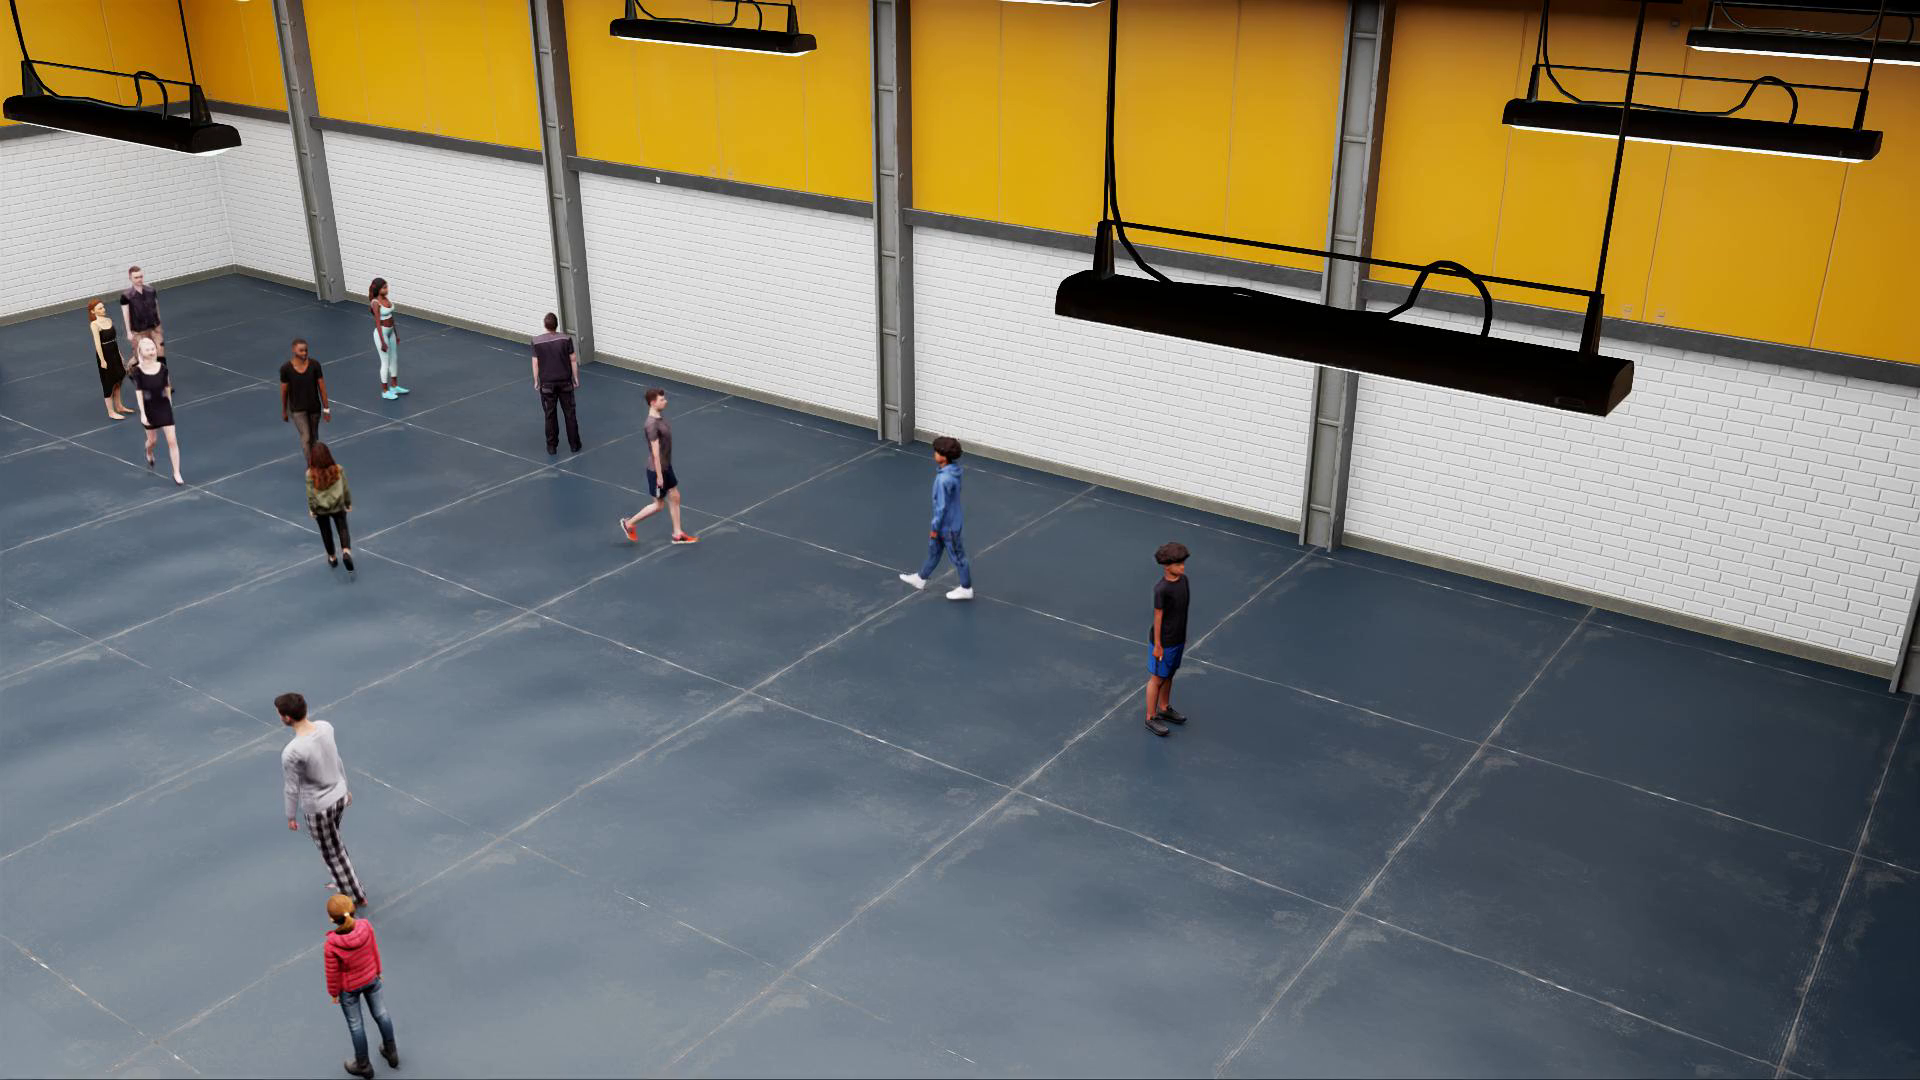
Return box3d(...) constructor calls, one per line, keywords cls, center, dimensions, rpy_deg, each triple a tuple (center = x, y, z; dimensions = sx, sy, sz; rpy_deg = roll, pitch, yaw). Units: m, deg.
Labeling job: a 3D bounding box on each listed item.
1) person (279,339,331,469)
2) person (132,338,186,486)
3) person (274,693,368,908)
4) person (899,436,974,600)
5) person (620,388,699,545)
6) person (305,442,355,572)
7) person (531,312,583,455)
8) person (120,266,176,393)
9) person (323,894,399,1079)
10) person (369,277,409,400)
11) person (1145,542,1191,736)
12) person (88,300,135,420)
box3d(cls="person", center=(-8.079, -1.646, 20.463), dimensions=(0.977, 1.768, 1.269), rpy_deg=(-12, 26, -26))
box3d(cls="person", center=(-9.805, -1.557, 20.216), dimensions=(0.735, 1.803, 1.111), rpy_deg=(-21, 31, -40))
box3d(cls="person", center=(-4.589, 1.947, 12.170), dimensions=(0.801, 1.826, 0.750), rpy_deg=(10, 26, 22))
box3d(cls="person", center=(-0.035, -0.198, 17.136), dimensions=(1.161, 1.780, 0.995), rpy_deg=(3, 24, 6))
box3d(cls="person", center=(-3.400, -0.780, 18.408), dimensions=(1.185, 1.828, 1.024), rpy_deg=(0, 24, 1))
box3d(cls="person", center=(-6.748, -0.331, 17.837), dimensions=(0.826, 1.463, 0.963), rpy_deg=(-12, 26, -25))
box3d(cls="person", center=(-5.142, -2.009, 21.193), dimensions=(0.792, 1.849, 0.833), rpy_deg=(-6, 24, -13))
box3d(cls="person", center=(-11.518, -2.962, 23.423), dimensions=(1.062, 1.809, 0.724), rpy_deg=(18, 29, 36))
box3d(cls="person", center=(-3.869, 2.862, 10.721), dimensions=(0.545, 1.310, 0.539), rpy_deg=(-22, 32, -40))
box3d(cls="person", center=(-8.025, -2.827, 23.226), dimensions=(0.647, 1.719, 0.647), rpy_deg=(4, 24, 9))
box3d(cls="person", center=(1.840, 0.842, 14.736), dimensions=(0.558, 1.796, 0.626), rpy_deg=(18, 30, 36))
box3d(cls="person", center=(-11.540, -2.467, 22.520), dimensions=(0.696, 1.625, 0.667), rpy_deg=(3, 24, 7))
